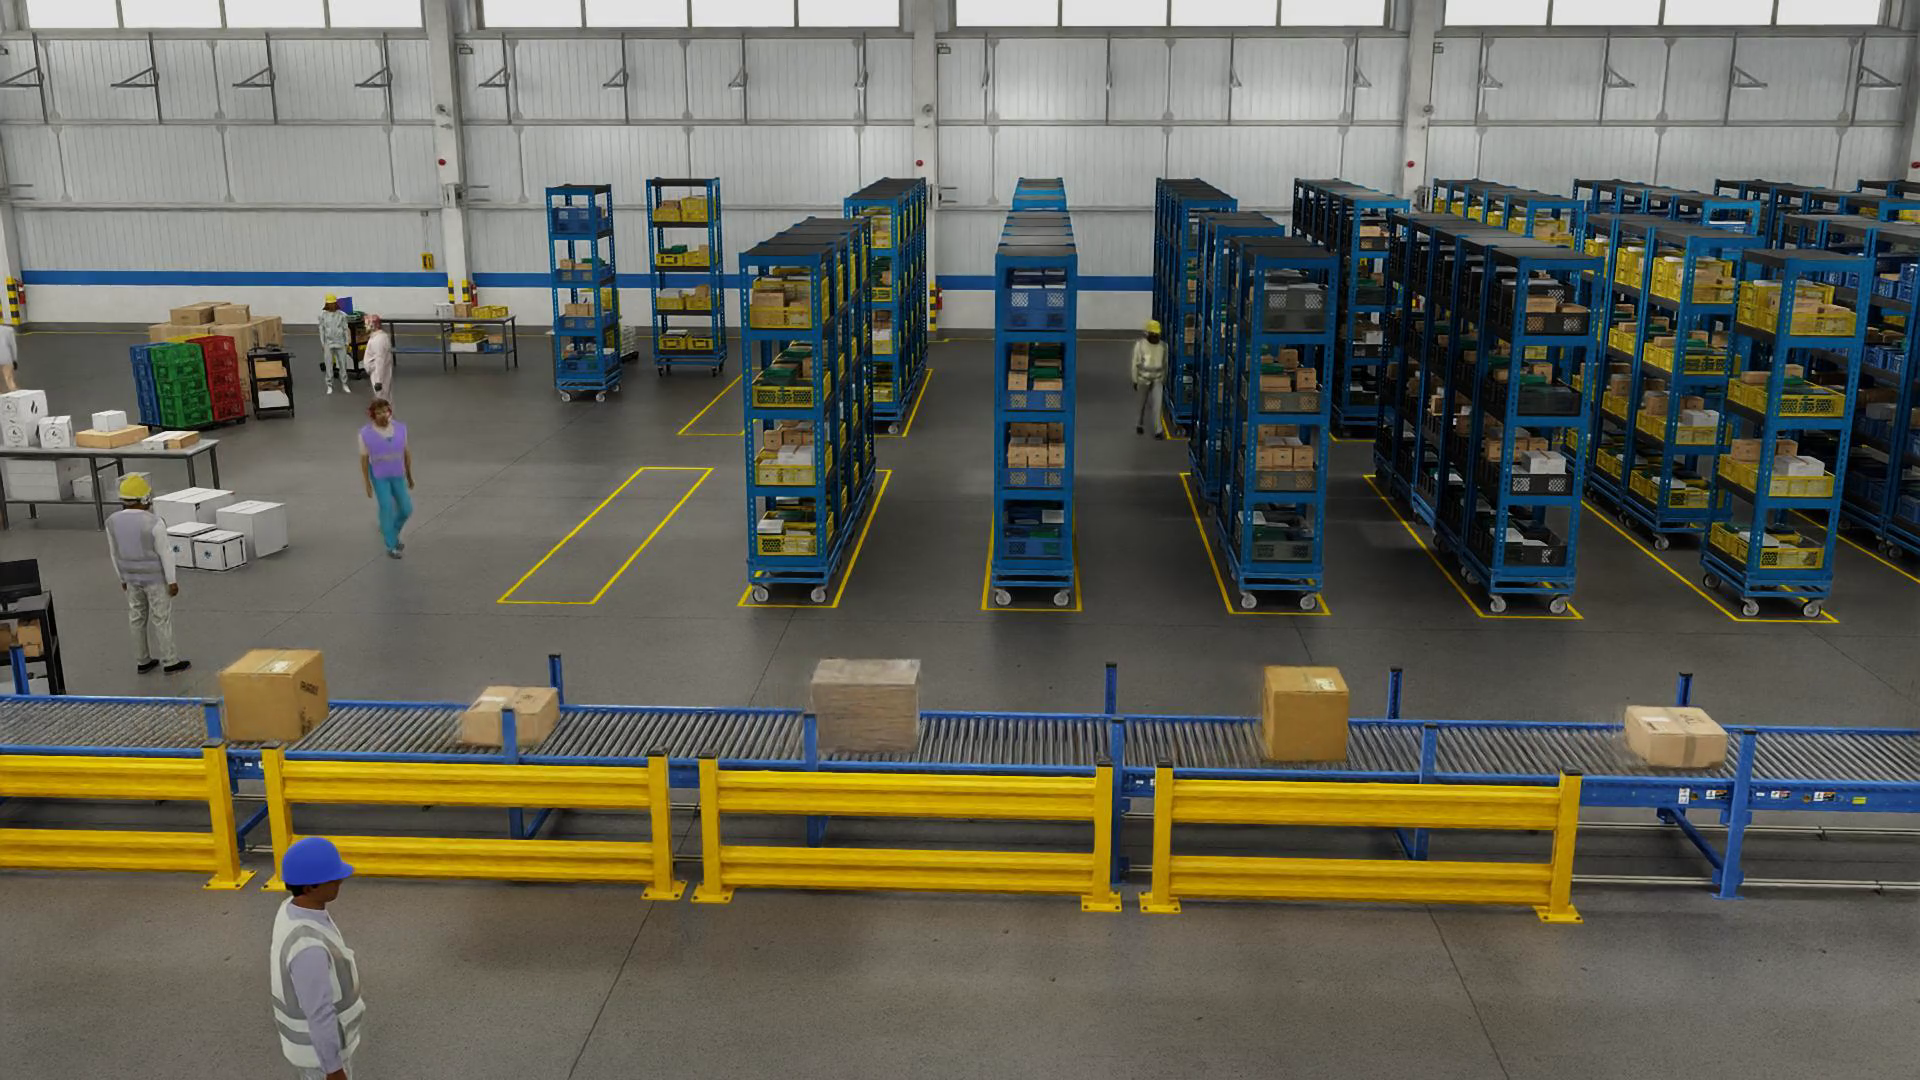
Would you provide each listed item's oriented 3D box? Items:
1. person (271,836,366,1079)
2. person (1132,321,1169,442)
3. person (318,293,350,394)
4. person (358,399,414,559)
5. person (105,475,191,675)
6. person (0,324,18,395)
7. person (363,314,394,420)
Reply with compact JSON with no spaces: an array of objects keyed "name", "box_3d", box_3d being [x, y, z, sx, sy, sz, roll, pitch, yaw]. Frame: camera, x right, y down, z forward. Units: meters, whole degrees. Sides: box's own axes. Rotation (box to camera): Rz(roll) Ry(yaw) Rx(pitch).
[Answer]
[{"name":"person","box_3d":[-2.868,2.246,7.511,0.393,1.946,0.617,-8,17,-27]},{"name":"person","box_3d":[2.877,-2.427,25.190,0.597,1.793,0.881,-2,15,-6]},{"name":"person","box_3d":[-10.860,-3.413,28.901,0.483,1.745,0.305,-7,17,-25]},{"name":"person","box_3d":[-6.404,-0.691,18.639,0.447,1.825,0.588,14,21,42]},{"name":"person","box_3d":[-7.268,0.316,14.886,0.590,1.837,0.404,3,15,11]},{"name":"person","box_3d":[-15.752,-2.958,27.231,0.571,1.736,0.389,-13,20,-40]},{"name":"person","box_3d":[-8.747,-2.448,25.019,0.402,1.904,0.652,-3,15,-12]}]
